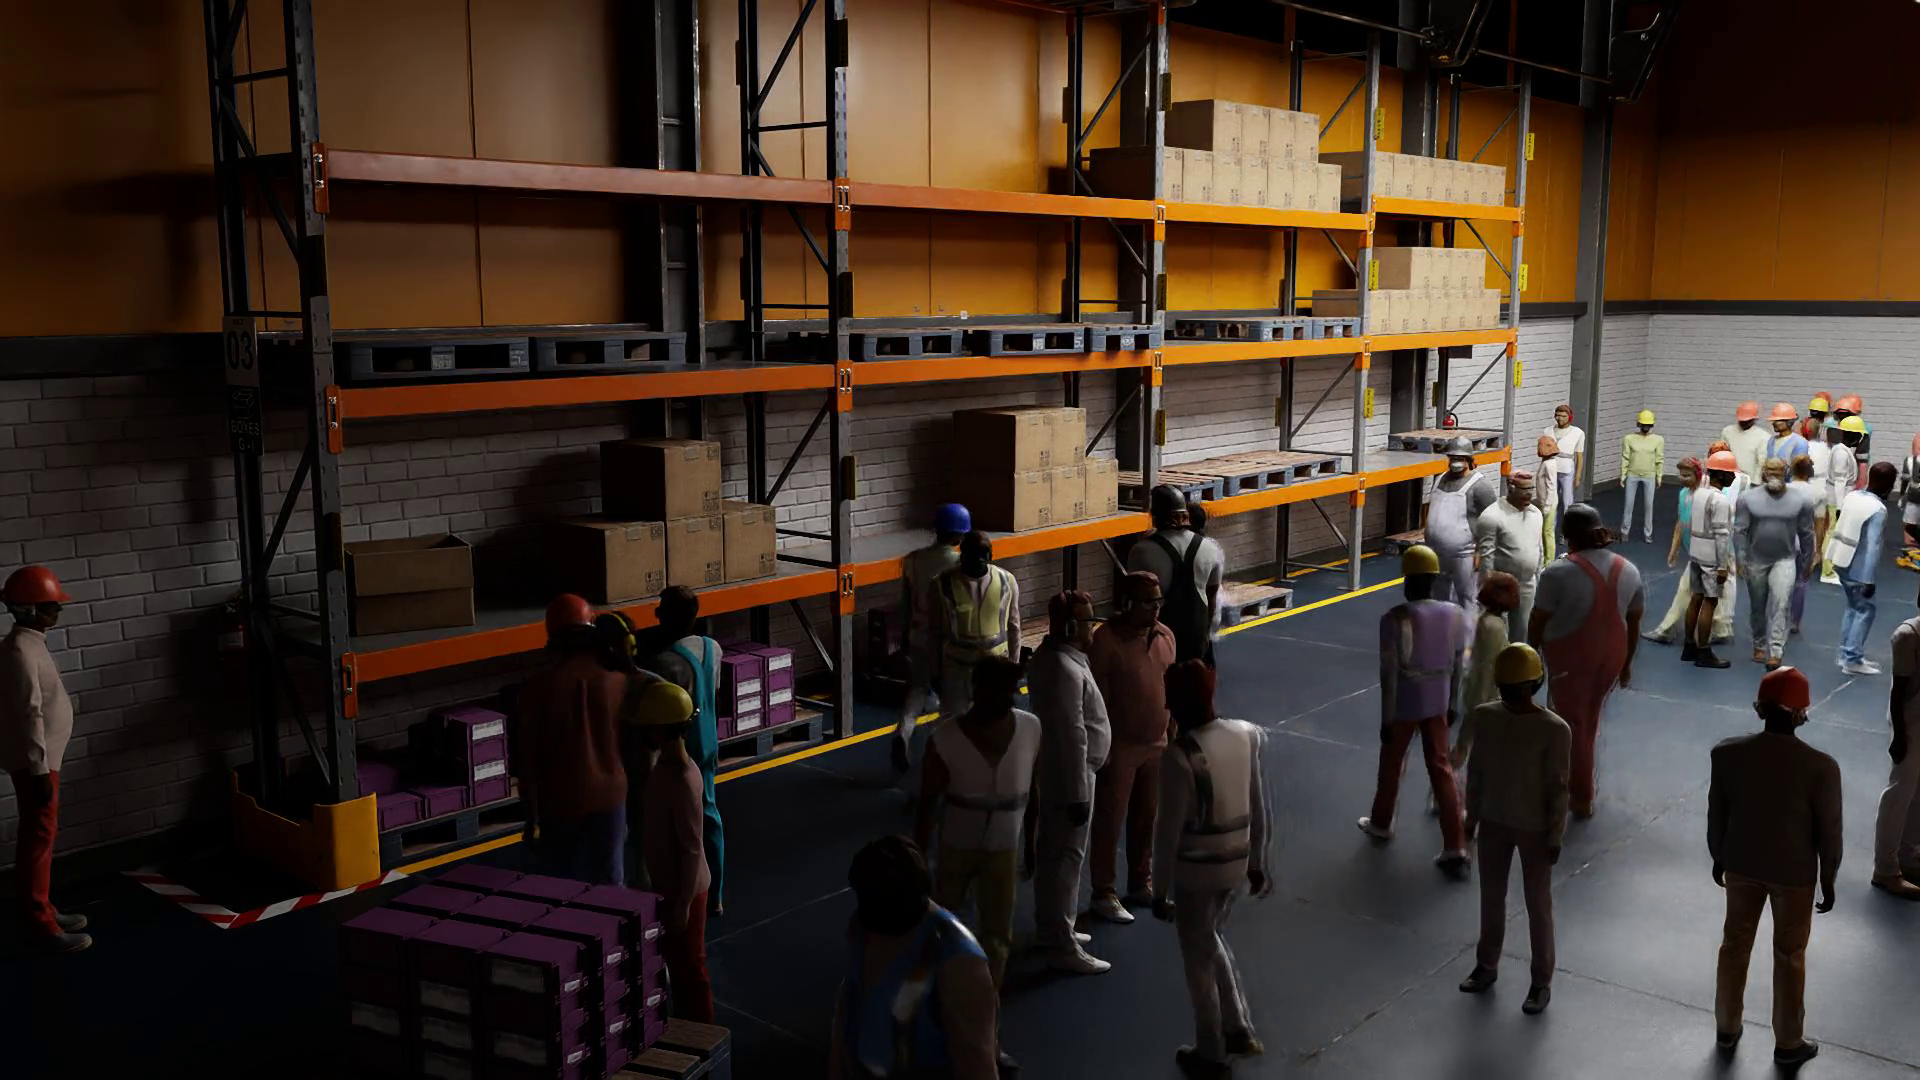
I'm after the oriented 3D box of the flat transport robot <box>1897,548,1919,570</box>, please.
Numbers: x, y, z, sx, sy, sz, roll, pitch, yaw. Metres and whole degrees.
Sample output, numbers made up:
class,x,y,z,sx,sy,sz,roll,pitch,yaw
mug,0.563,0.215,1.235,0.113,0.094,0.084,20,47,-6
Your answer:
class,x,y,z,sx,sy,sz,roll,pitch,yaw
flat transport robot,11.543,0.302,19.315,0.652,0.197,1.431,1,9,7

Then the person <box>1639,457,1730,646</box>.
class,x,y,z,sx,sy,sz,roll,pitch,yaw
person,6.852,0.120,15.601,0.923,1.783,0.582,0,9,2

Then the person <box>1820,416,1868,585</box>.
class,x,y,z,sx,sy,sz,roll,pitch,yaw
person,10.019,-0.450,18.878,0.397,1.920,0.586,5,10,30

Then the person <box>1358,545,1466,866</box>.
class,x,y,z,sx,sy,sz,roll,pitch,yaw
person,2.747,0.964,9.887,0.605,1.882,0.992,-3,9,-16

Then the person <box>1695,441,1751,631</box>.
class,x,y,z,sx,sy,sz,roll,pitch,yaw
person,7.425,-0.033,16.323,0.584,1.879,0.362,0,9,3

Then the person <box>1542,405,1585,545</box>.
class,x,y,z,sx,sy,sz,roll,pitch,yaw
person,7.874,-0.854,21.753,0.394,1.836,0.561,-8,12,-40

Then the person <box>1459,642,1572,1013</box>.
class,x,y,z,sx,sy,sz,roll,pitch,yaw
person,2.613,1.340,7.856,0.350,1.758,0.522,-8,12,-41

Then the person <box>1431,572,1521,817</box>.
class,x,y,z,sx,sy,sz,roll,pitch,yaw
person,3.418,0.999,10.557,0.826,1.590,0.504,2,9,12

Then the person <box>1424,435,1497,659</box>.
class,x,y,z,sx,sy,sz,roll,pitch,yaw
person,4.497,0.058,15.201,0.538,2.000,0.687,-6,11,-34

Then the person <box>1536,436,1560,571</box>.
class,x,y,z,sx,sy,sz,roll,pitch,yaw
person,6.847,-0.401,19.467,0.286,1.634,0.500,2,9,13

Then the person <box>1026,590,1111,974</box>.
class,x,y,z,sx,sy,sz,roll,pitch,yaw
person,0.551,1.191,8.329,0.409,1.908,0.639,-1,9,-9

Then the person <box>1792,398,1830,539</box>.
class,x,y,z,sx,sy,sz,roll,pitch,yaw
person,11.152,-0.899,21.784,0.386,1.919,0.581,-5,10,-29

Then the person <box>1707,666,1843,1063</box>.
class,x,y,z,sx,sy,sz,roll,pitch,yaw
person,3.588,1.418,7.339,0.563,1.755,0.320,9,12,44

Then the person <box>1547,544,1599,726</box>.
class,x,y,z,sx,sy,sz,roll,pitch,yaw
person,4.713,0.646,12.731,0.514,1.634,0.313,-6,11,-34

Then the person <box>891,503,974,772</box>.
class,x,y,z,sx,sy,sz,roll,pitch,yaw
person,-0.158,0.693,11.562,0.634,1.907,0.813,4,10,22

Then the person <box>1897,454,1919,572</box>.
class,x,y,z,sx,sy,sz,roll,pitch,yaw
person,11.488,-0.471,19.762,0.603,1.672,0.550,-8,12,-41

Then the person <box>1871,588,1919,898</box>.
class,x,y,z,sx,sy,sz,roll,pitch,yaw
person,5.385,1.069,9.320,0.514,1.841,0.327,-5,10,-31

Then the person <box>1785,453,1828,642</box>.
class,x,y,z,sx,sy,sz,roll,pitch,yaw
person,8.007,0.065,15.974,0.511,1.798,0.958,4,9,22

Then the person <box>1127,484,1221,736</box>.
class,x,y,z,sx,sy,sz,roll,pitch,yaw
person,1.443,0.612,11.632,0.681,2.000,0.535,-3,9,-18

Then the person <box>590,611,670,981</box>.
class,x,y,z,sx,sy,sz,roll,pitch,yaw
person,-1.591,1.255,8.086,0.571,1.855,0.343,5,10,30

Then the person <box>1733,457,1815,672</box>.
class,x,y,z,sx,sy,sz,roll,pitch,yaw
person,7.150,0.218,14.658,0.632,1.881,0.995,5,10,28

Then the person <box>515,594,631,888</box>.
class,x,y,z,sx,sy,sz,roll,pitch,yaw
person,-1.804,1.237,7.968,0.621,1.945,0.910,-4,10,-23

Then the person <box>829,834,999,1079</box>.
class,x,y,z,sx,sy,sz,roll,pitch,yaw
person,-0.158,1.751,5.103,0.951,1.780,0.635,-5,10,-31

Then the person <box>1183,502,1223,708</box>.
class,x,y,z,sx,sy,sz,roll,pitch,yaw
person,1.882,0.532,13.285,0.373,1.678,0.549,-6,10,-33

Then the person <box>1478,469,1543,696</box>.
class,x,y,z,sx,sy,sz,roll,pitch,yaw
person,4.561,0.362,13.717,0.651,1.900,0.401,-4,10,-22

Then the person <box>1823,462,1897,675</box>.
class,x,y,z,sx,sy,sz,roll,pitch,yaw
person,7.815,0.247,14.467,0.493,1.890,0.660,1,9,4

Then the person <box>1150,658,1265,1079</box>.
class,x,y,z,sx,sy,sz,roll,pitch,yaw
person,1.032,1.405,7.104,0.616,1.857,0.426,-7,11,-38

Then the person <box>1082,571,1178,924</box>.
class,x,y,z,sx,sy,sz,roll,pitch,yaw
person,0.949,1.102,8.949,0.635,1.899,0.397,-6,11,-36

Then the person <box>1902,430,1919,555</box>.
class,x,y,z,sx,sy,sz,roll,pitch,yaw
person,12.024,-0.711,20.647,0.650,1.898,0.399,-8,12,-41

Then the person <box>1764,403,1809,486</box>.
class,x,y,z,sx,sy,sz,roll,pitch,yaw
person,9.480,-0.558,19.214,0.399,2.040,0.608,-2,9,-11

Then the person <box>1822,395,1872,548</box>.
class,x,y,z,sx,sy,sz,roll,pitch,yaw
person,11.379,-0.875,21.375,0.622,1.990,0.396,1,9,5

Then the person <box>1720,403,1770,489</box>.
class,x,y,z,sx,sy,sz,roll,pitch,yaw
person,9.702,-0.750,20.768,0.663,1.930,0.880,7,11,39

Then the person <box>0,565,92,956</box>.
class,x,y,z,sx,sy,sz,roll,pitch,yaw
person,-4.711,1.115,8.532,0.397,1.992,0.621,-5,10,-29

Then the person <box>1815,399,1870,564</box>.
class,x,y,z,sx,sy,sz,roll,pitch,yaw
person,10.609,-0.687,20.071,0.611,2.030,0.409,7,11,36

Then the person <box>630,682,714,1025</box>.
class,x,y,z,sx,sy,sz,roll,pitch,yaw
person,-1.215,1.464,7.022,0.309,1.769,0.523,-4,10,-22

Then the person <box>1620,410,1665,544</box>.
class,x,y,z,sx,sy,sz,roll,pitch,yaw
person,8.945,-0.827,21.826,0.528,1.761,0.340,3,9,21

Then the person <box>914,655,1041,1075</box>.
class,x,y,z,sx,sy,sz,roll,pitch,yaw
person,0.037,1.388,7.415,0.684,1.803,0.789,-2,9,-14

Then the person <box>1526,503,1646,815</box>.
class,x,y,z,sx,sy,sz,roll,pitch,yaw
person,4.021,0.715,10.966,0.681,2.000,0.917,-2,9,-14

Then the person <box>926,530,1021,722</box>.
class,x,y,z,sx,sy,sz,roll,pitch,yaw
person,0.092,0.837,10.869,0.629,1.837,0.430,-2,9,-10

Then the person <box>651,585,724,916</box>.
class,x,y,z,sx,sy,sz,roll,pitch,yaw
person,-1.461,1.146,8.811,0.345,1.847,0.504,5,10,28

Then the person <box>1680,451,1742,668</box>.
class,x,y,z,sx,sy,sz,roll,pitch,yaw
person,6.716,0.167,14.838,0.373,1.933,0.550,0,9,0
